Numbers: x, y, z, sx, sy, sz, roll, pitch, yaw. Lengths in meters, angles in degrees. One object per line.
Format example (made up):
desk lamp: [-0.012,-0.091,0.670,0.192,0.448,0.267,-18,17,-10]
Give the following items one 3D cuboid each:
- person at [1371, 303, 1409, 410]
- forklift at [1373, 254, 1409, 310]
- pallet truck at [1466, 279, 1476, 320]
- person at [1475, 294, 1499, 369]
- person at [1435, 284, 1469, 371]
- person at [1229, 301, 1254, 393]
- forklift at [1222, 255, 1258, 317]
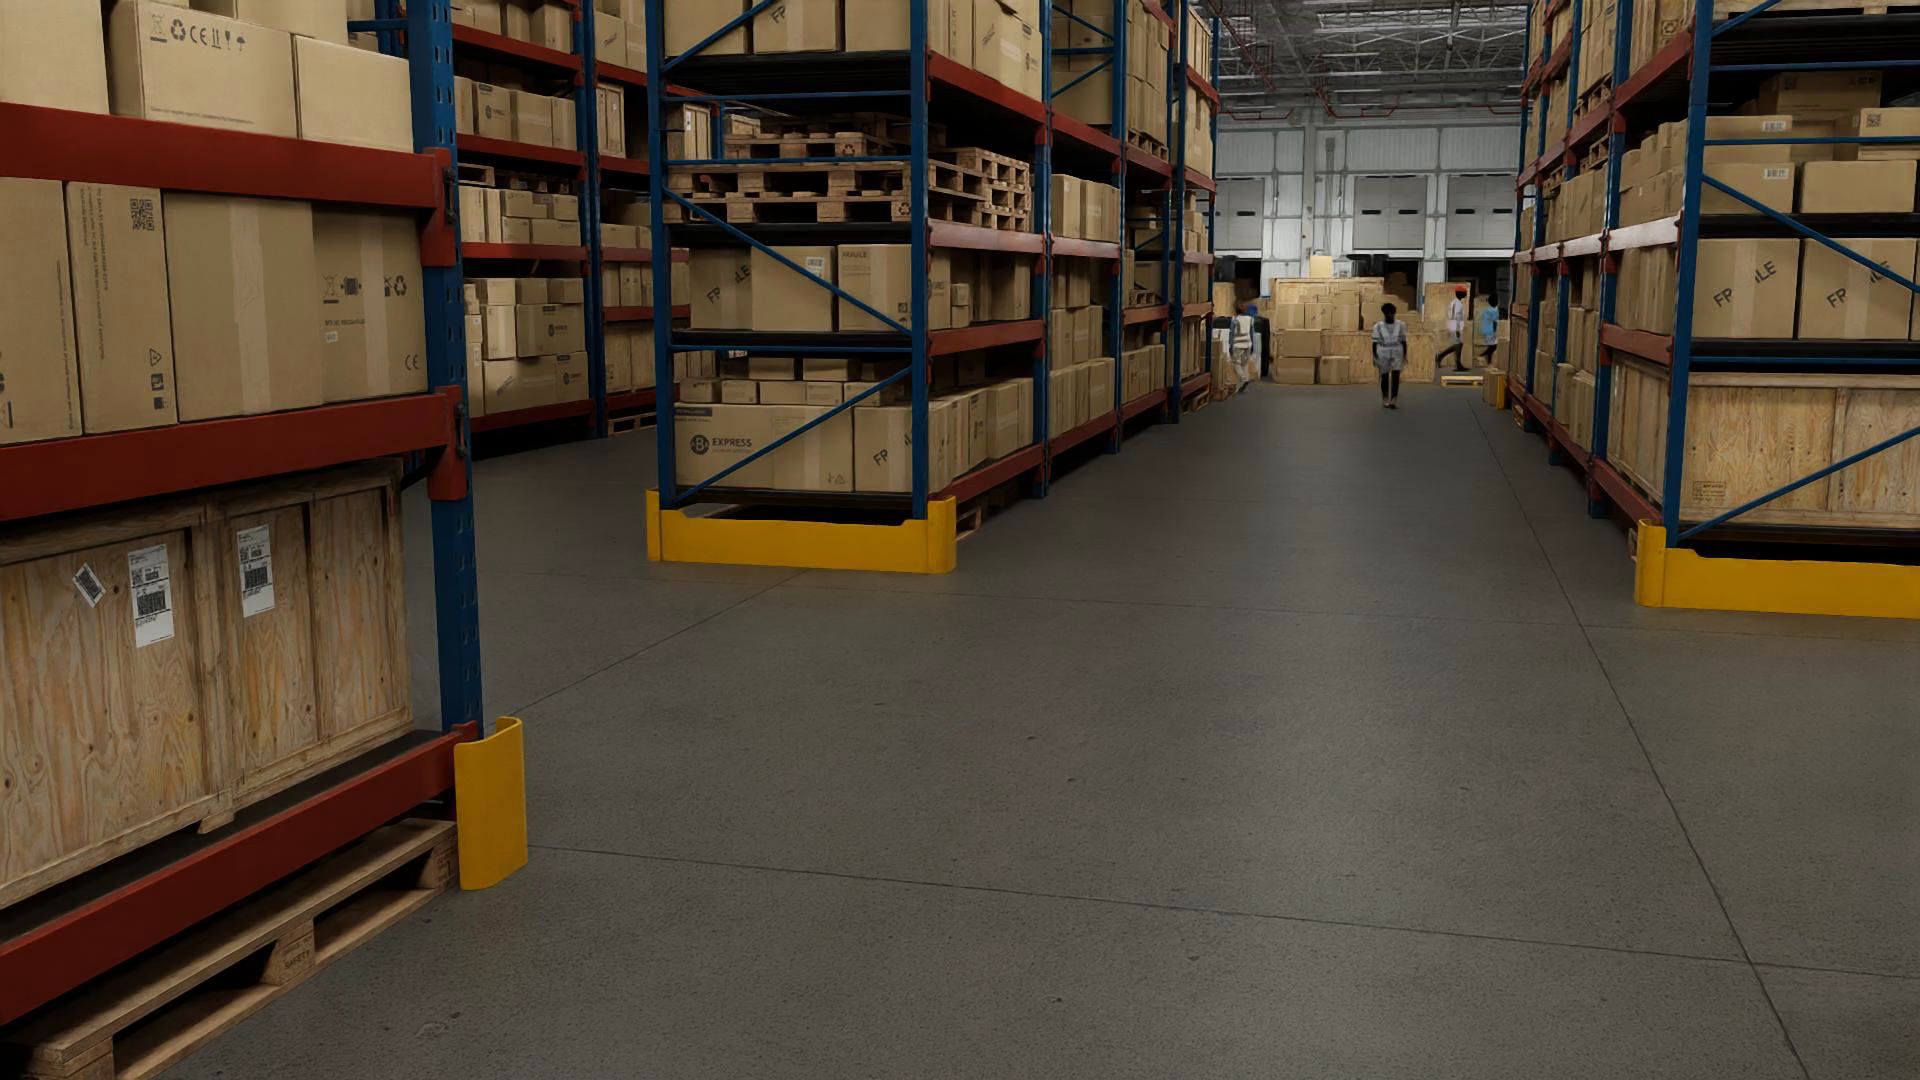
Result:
person: [6.653,-2.838,25.715,0.589,1.629,0.875,2,9,10]
forklift: [13.862,-8.056,54.952,1.873,2.768,1.129,4,10,22]
pallet truck: [18.896,-8.459,60.307,1.885,1.965,0.823,5,10,31]
person: [11.609,-4.560,36.511,0.448,1.685,0.547,0,9,0]
person: [10.708,-4.600,36.087,0.680,1.919,0.541,2,9,10]
person: [4.968,-3.404,29.344,0.544,1.620,0.394,-4,10,-26]
forklift: [9.336,-8.492,57.723,1.873,2.768,1.129,0,9,-3]
